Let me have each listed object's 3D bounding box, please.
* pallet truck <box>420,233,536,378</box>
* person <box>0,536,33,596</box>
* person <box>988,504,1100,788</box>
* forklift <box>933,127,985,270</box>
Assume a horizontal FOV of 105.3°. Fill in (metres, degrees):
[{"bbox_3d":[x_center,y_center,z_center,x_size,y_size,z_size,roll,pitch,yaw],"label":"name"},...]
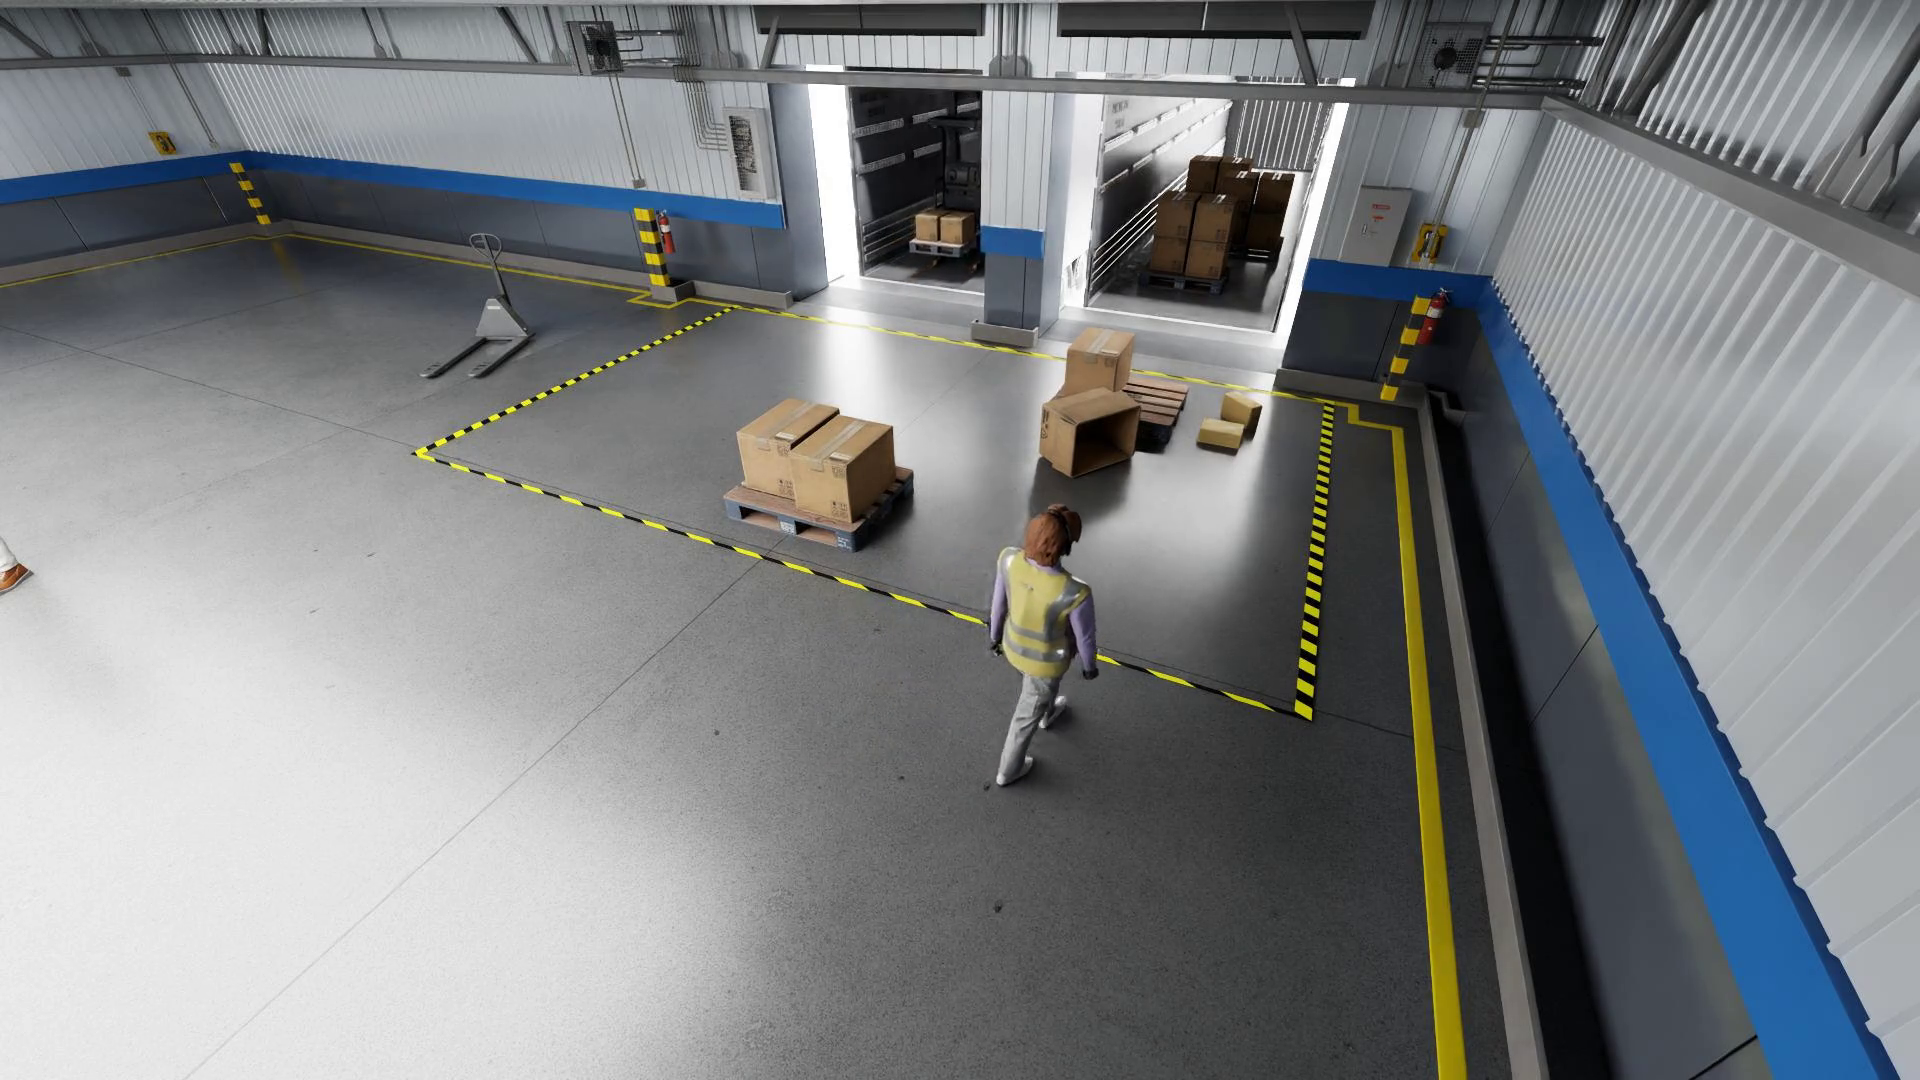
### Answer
[{"bbox_3d":[-5.664,-2.712,8.427,0.680,1.201,1.601,0,35,-1],"label":"pallet truck"},{"bbox_3d":[-6.882,-0.470,4.669,0.604,1.948,0.381,0,35,0],"label":"person"},{"bbox_3d":[0.447,0.506,3.578,0.533,1.608,0.693,30,45,35],"label":"person"},{"bbox_3d":[0.255,-5.611,11.806,0.716,2.013,0.776,14,38,19],"label":"forklift"}]
